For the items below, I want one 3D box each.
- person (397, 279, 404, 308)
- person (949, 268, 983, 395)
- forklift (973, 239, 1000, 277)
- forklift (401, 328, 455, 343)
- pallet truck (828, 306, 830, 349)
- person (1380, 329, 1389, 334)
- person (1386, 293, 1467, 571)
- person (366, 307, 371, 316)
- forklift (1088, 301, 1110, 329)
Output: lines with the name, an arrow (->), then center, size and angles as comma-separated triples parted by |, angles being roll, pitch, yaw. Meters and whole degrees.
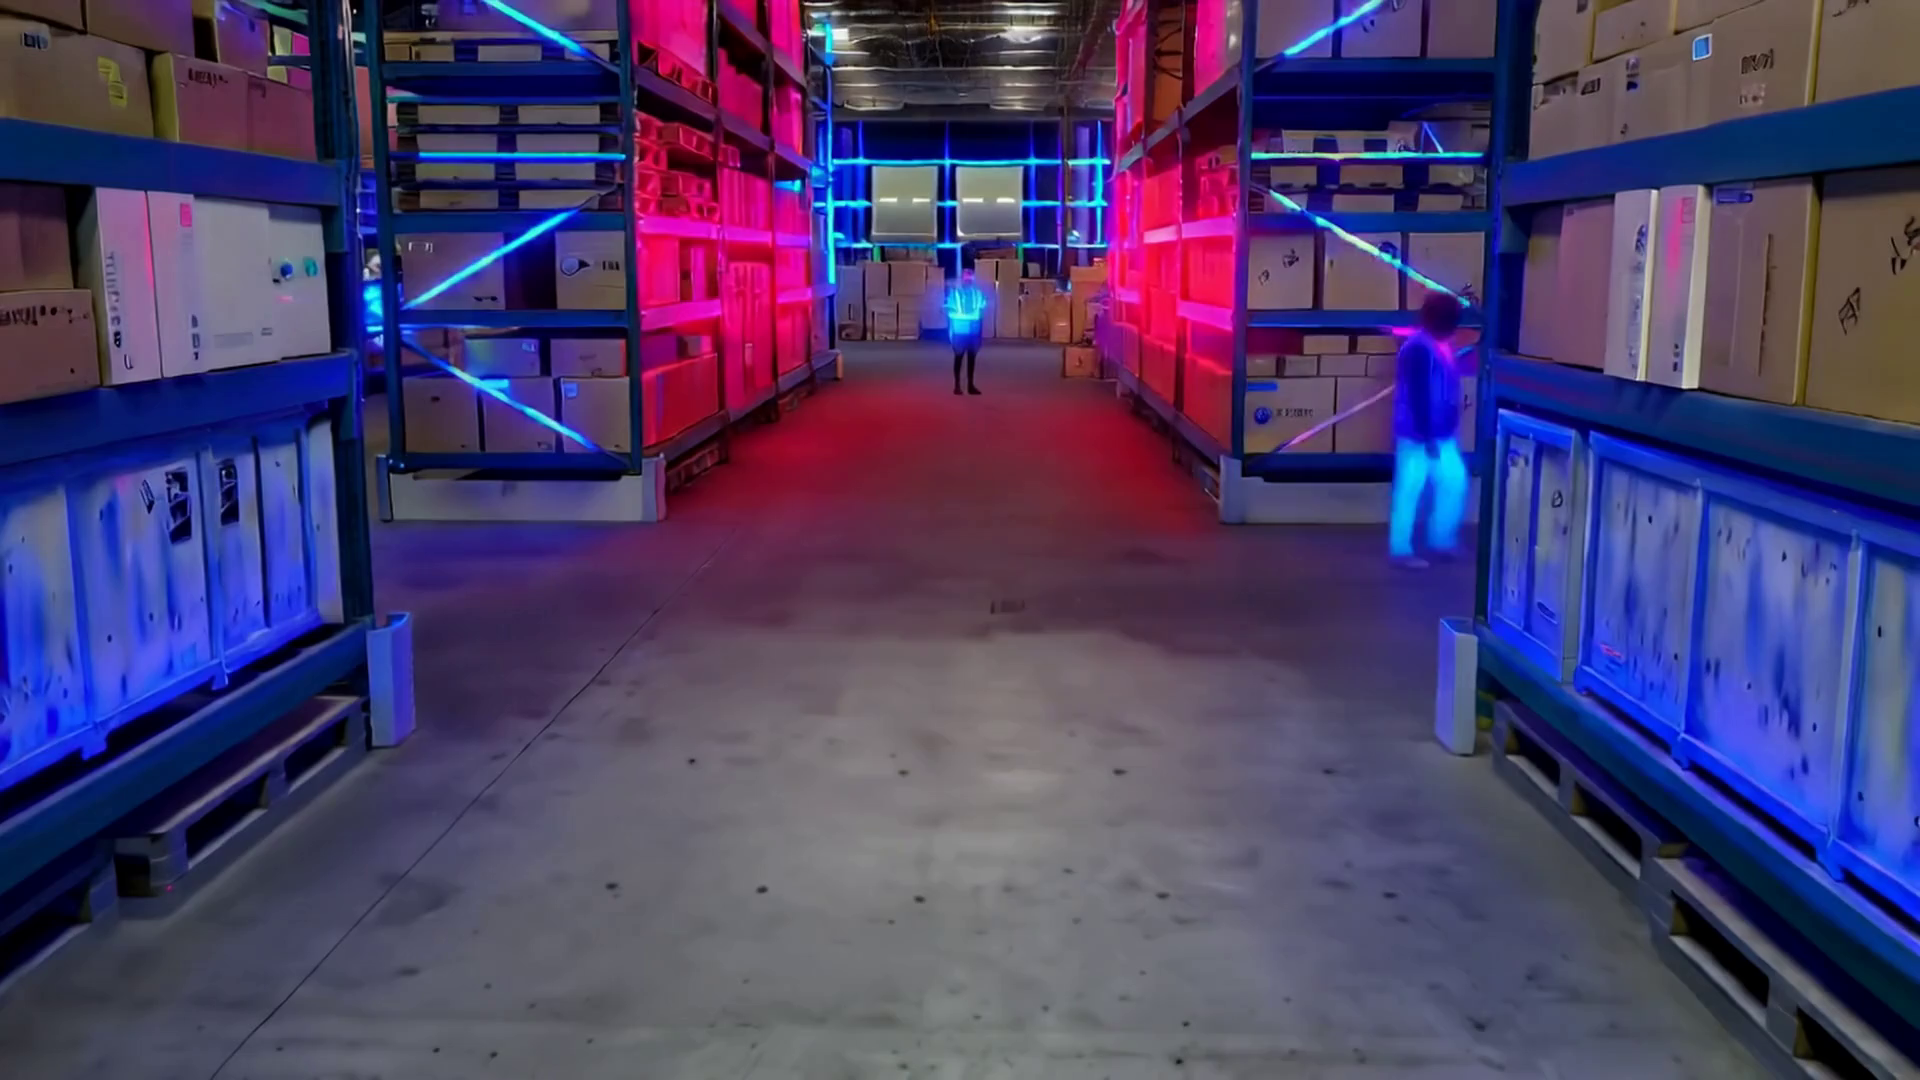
person -> -12.900, -5.141, 38.068 | 0.311, 1.638, 0.523 | 2, 10, 12
person -> 0.103, -3.185, 25.460 | 0.542, 1.938, 0.358 | -4, 10, -22
forklift -> 0.914, -8.942, 57.122 | 1.129, 2.768, 1.873 | 0, 9, 1
forklift -> -13.076, -6.247, 40.982 | 1.129, 2.768, 1.873 | 0, 9, 1
pallet truck -> -3.100, -3.940, 29.800 | 1.885, 1.965, 0.823 | 3, 10, 19
person -> 7.229, -3.635, 28.873 | 0.321, 1.697, 0.529 | -9, 13, -43
person -> 3.101, -0.687, 10.862 | 0.603, 1.824, 0.649 | 6, 11, 34
person -> -21.816, -9.019, 60.471 | 0.700, 1.916, 0.633 | -5, 11, -29
forklift -> 3.913, -5.784, 38.207 | 1.873, 2.768, 1.129 | 0, 9, 1
